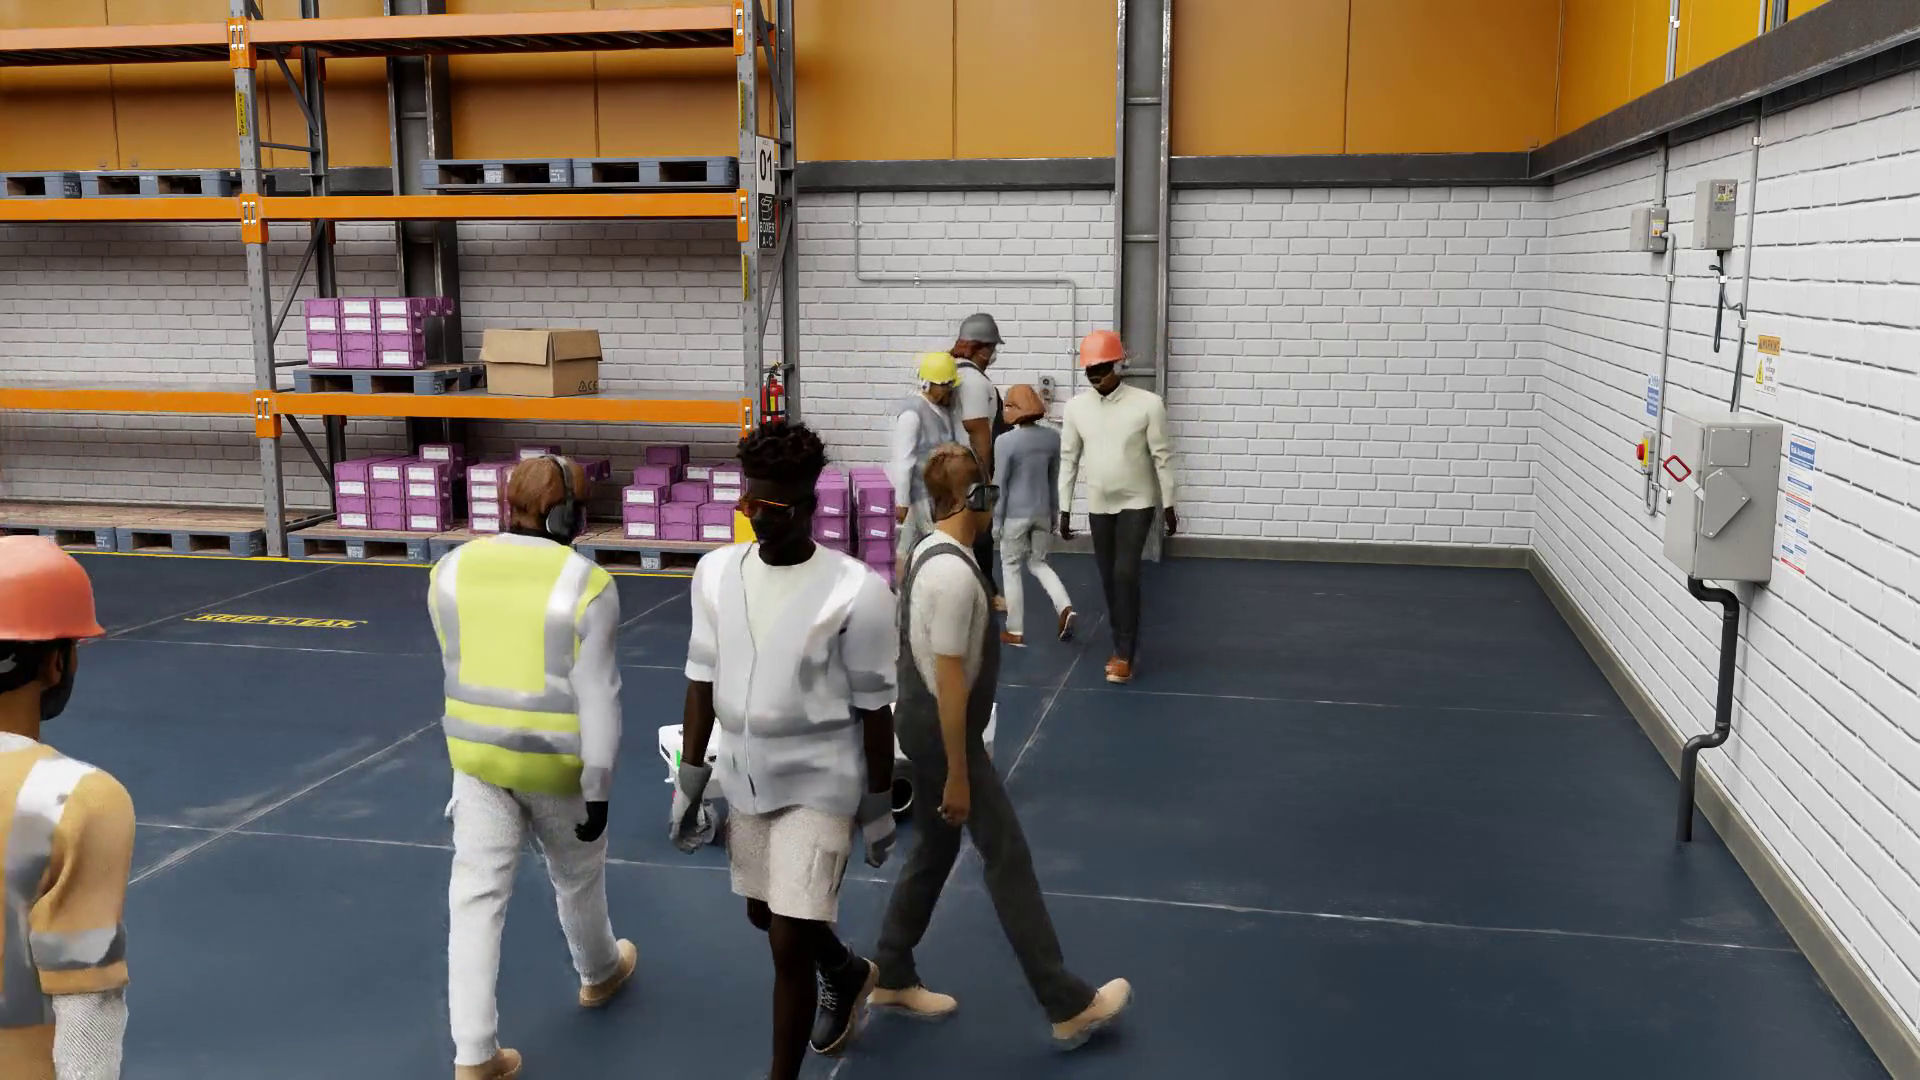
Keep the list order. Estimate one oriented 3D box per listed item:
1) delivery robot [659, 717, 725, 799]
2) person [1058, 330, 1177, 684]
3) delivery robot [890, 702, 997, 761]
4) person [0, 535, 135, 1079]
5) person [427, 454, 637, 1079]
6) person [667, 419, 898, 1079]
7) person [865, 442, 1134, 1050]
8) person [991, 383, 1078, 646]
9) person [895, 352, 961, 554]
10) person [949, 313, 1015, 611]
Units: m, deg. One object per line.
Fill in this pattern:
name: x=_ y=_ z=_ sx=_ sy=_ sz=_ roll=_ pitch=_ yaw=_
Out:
delivery robot: x=-0.872 y=0.867 z=6.871 sx=0.707 sy=0.478 sz=0.477 roll=-4 pitch=10 yaw=-22
person: x=0.842 y=-0.186 z=9.288 sx=0.646 sy=1.957 sz=0.742 roll=5 pitch=11 yaw=30
delivery robot: x=-0.194 y=0.819 z=7.157 sx=0.707 sy=0.478 sz=0.477 roll=-6 pitch=11 yaw=-33
person: x=-1.594 y=0.939 z=2.795 sx=0.535 sy=1.869 sz=1.080 roll=1 pitch=9 yaw=6
person: x=-1.231 y=0.641 z=4.843 sx=0.606 sy=1.784 sz=0.980 roll=2 pitch=10 yaw=12
person: x=-0.410 y=0.626 z=4.479 sx=0.606 sy=1.939 sz=0.903 roll=5 pitch=11 yaw=30
person: x=0.081 y=0.612 z=4.994 sx=0.804 sy=1.792 sz=0.552 roll=-2 pitch=10 yaw=-10
person: x=0.436 y=-0.134 z=10.012 sx=0.503 sy=1.616 sz=0.509 roll=-7 pitch=11 yaw=-35
person: x=-0.163 y=-0.316 z=10.645 sx=0.917 sy=1.769 sz=0.570 roll=4 pitch=10 yaw=20
person: x=0.019 y=-0.500 z=10.919 sx=0.726 sy=2.000 sz=0.684 roll=-1 pitch=9 yaw=-7
